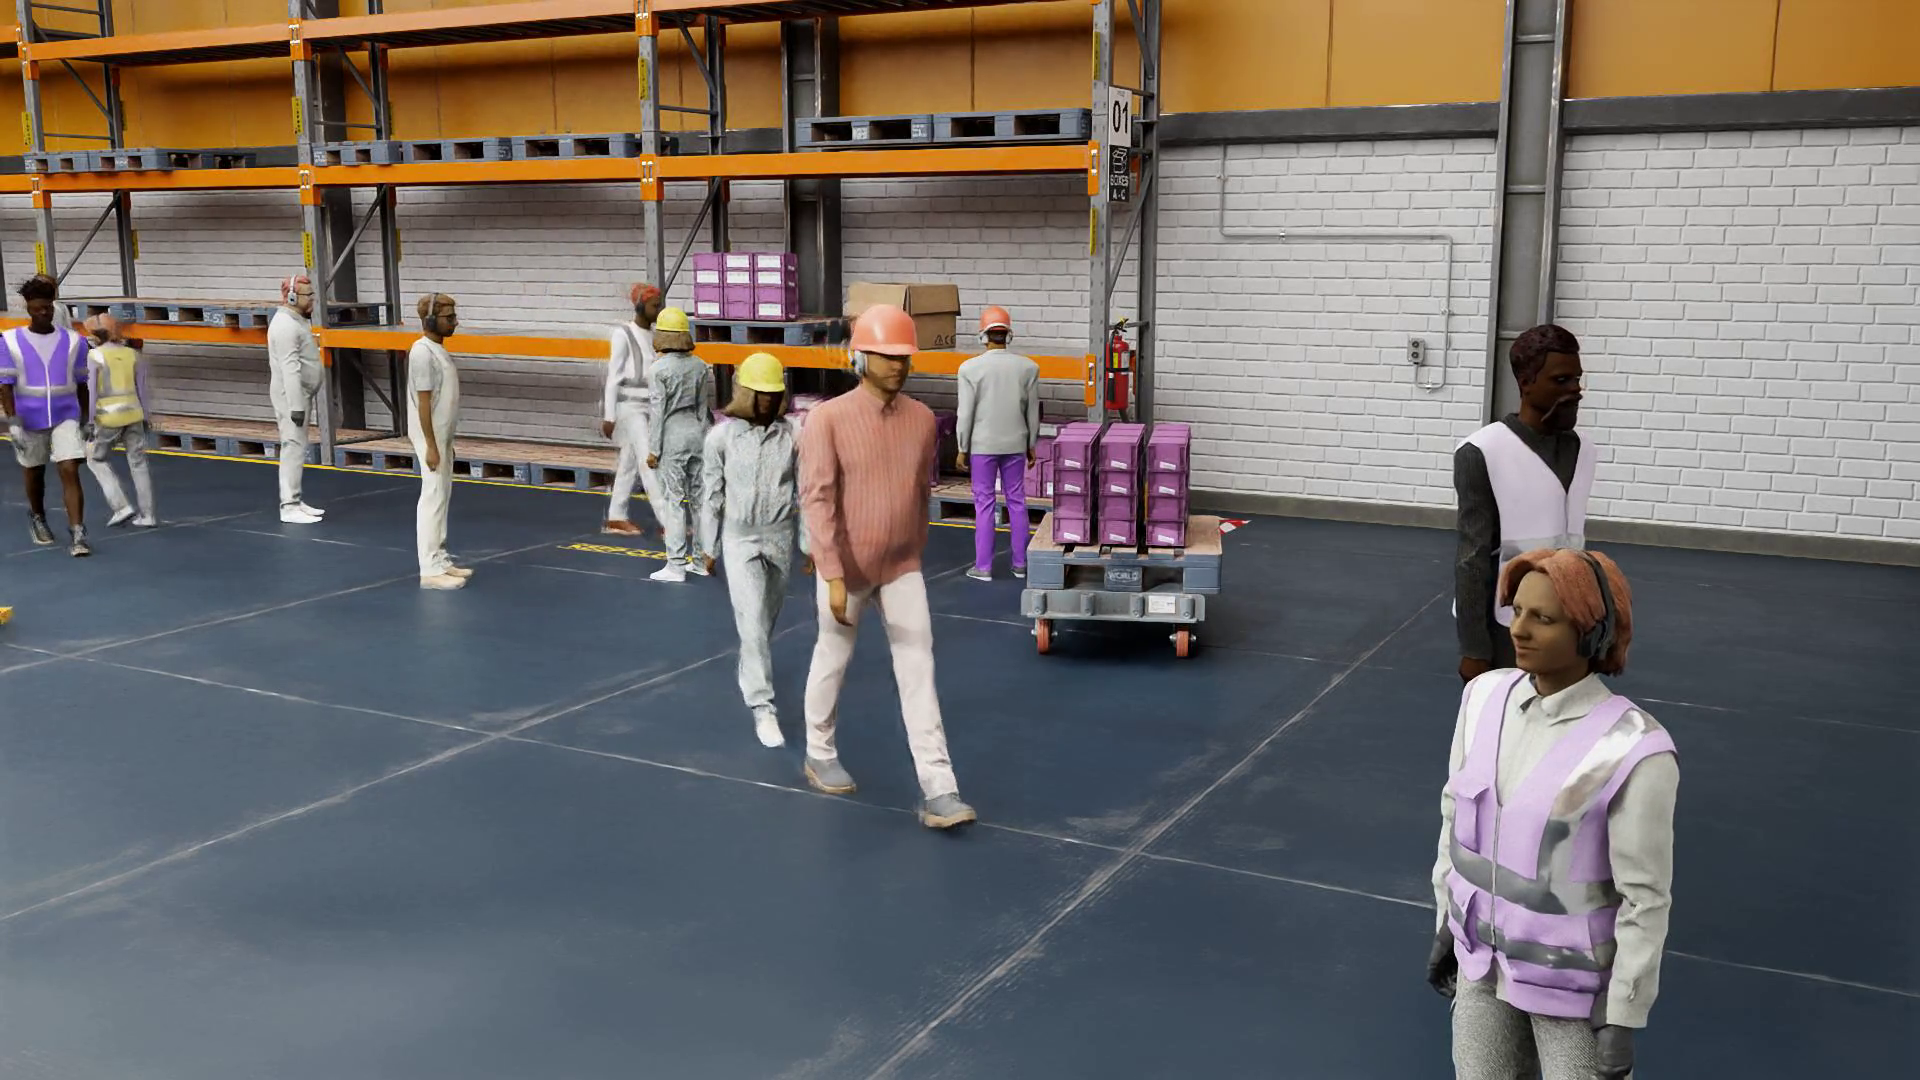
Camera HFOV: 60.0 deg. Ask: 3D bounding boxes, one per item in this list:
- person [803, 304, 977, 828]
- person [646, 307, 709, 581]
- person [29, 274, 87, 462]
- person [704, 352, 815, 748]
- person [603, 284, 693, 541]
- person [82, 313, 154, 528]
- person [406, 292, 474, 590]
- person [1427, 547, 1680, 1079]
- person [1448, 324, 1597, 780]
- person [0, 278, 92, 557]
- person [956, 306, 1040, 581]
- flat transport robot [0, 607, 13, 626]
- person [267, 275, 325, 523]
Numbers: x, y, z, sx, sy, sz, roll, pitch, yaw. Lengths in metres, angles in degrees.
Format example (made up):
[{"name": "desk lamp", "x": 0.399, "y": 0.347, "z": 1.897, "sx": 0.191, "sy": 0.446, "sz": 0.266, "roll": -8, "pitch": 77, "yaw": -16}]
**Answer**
[{"name": "person", "x": -0.320, "y": 0.092, "z": 6.259, "sx": 0.607, "sy": 1.943, "sz": 1.045, "roll": -7, "pitch": 12, "yaw": -32}, {"name": "person", "x": -1.811, "y": -0.608, "z": 10.623, "sx": 0.294, "sy": 1.744, "sz": 0.484, "roll": 7, "pitch": 13, "yaw": 35}, {"name": "person", "x": -8.846, "y": -1.683, "z": 16.297, "sx": 0.371, "sy": 1.833, "sz": 0.519, "roll": 0, "pitch": 10, "yaw": -1}, {"name": "person", "x": -0.905, "y": -0.005, "z": 7.465, "sx": 0.487, "sy": 1.694, "sz": 0.900, "roll": -5, "pitch": 11, "yaw": -24}, {"name": "person", "x": -2.230, "y": -0.917, "z": 12.037, "sx": 0.936, "sy": 1.837, "sz": 0.607, "roll": 4, "pitch": 11, "yaw": 20}, {"name": "person", "x": -6.300, "y": -0.877, "z": 12.415, "sx": 0.408, "sy": 1.620, "sz": 0.561, "roll": 5, "pitch": 11, "yaw": 24}, {"name": "person", "x": -3.265, "y": -0.617, "z": 10.395, "sx": 0.328, "sy": 1.842, "sz": 0.515, "roll": -1, "pitch": 10, "yaw": -5}, {"name": "person", "x": 1.076, "y": 0.815, "z": 3.093, "sx": 0.308, "sy": 1.645, "sz": 0.514, "roll": -5, "pitch": 12, "yaw": -27}, {"name": "person", "x": 1.770, "y": 0.282, "z": 5.258, "sx": 0.587, "sy": 1.920, "sz": 0.391, "roll": -7, "pitch": 13, "yaw": -34}, {"name": "person", "x": -6.376, "y": -0.865, "z": 11.596, "sx": 0.596, "sy": 1.914, "sz": 1.013, "roll": -7, "pitch": 13, "yaw": -35}, {"name": "person", "x": 0.231, "y": -0.619, "z": 10.659, "sx": 0.572, "sy": 1.747, "sz": 0.344, "roll": -4, "pitch": 11, "yaw": -20}, {"name": "flat transport robot", "x": -5.573, "y": 0.483, "z": 8.680, "sx": 0.652, "sy": 0.197, "sz": 1.431, "roll": -2, "pitch": 10, "yaw": -9}, {"name": "person", "x": -5.098, "y": -1.083, "z": 12.827, "sx": 0.399, "sy": 1.899, "sz": 0.650, "roll": -3, "pitch": 11, "yaw": -16}]
